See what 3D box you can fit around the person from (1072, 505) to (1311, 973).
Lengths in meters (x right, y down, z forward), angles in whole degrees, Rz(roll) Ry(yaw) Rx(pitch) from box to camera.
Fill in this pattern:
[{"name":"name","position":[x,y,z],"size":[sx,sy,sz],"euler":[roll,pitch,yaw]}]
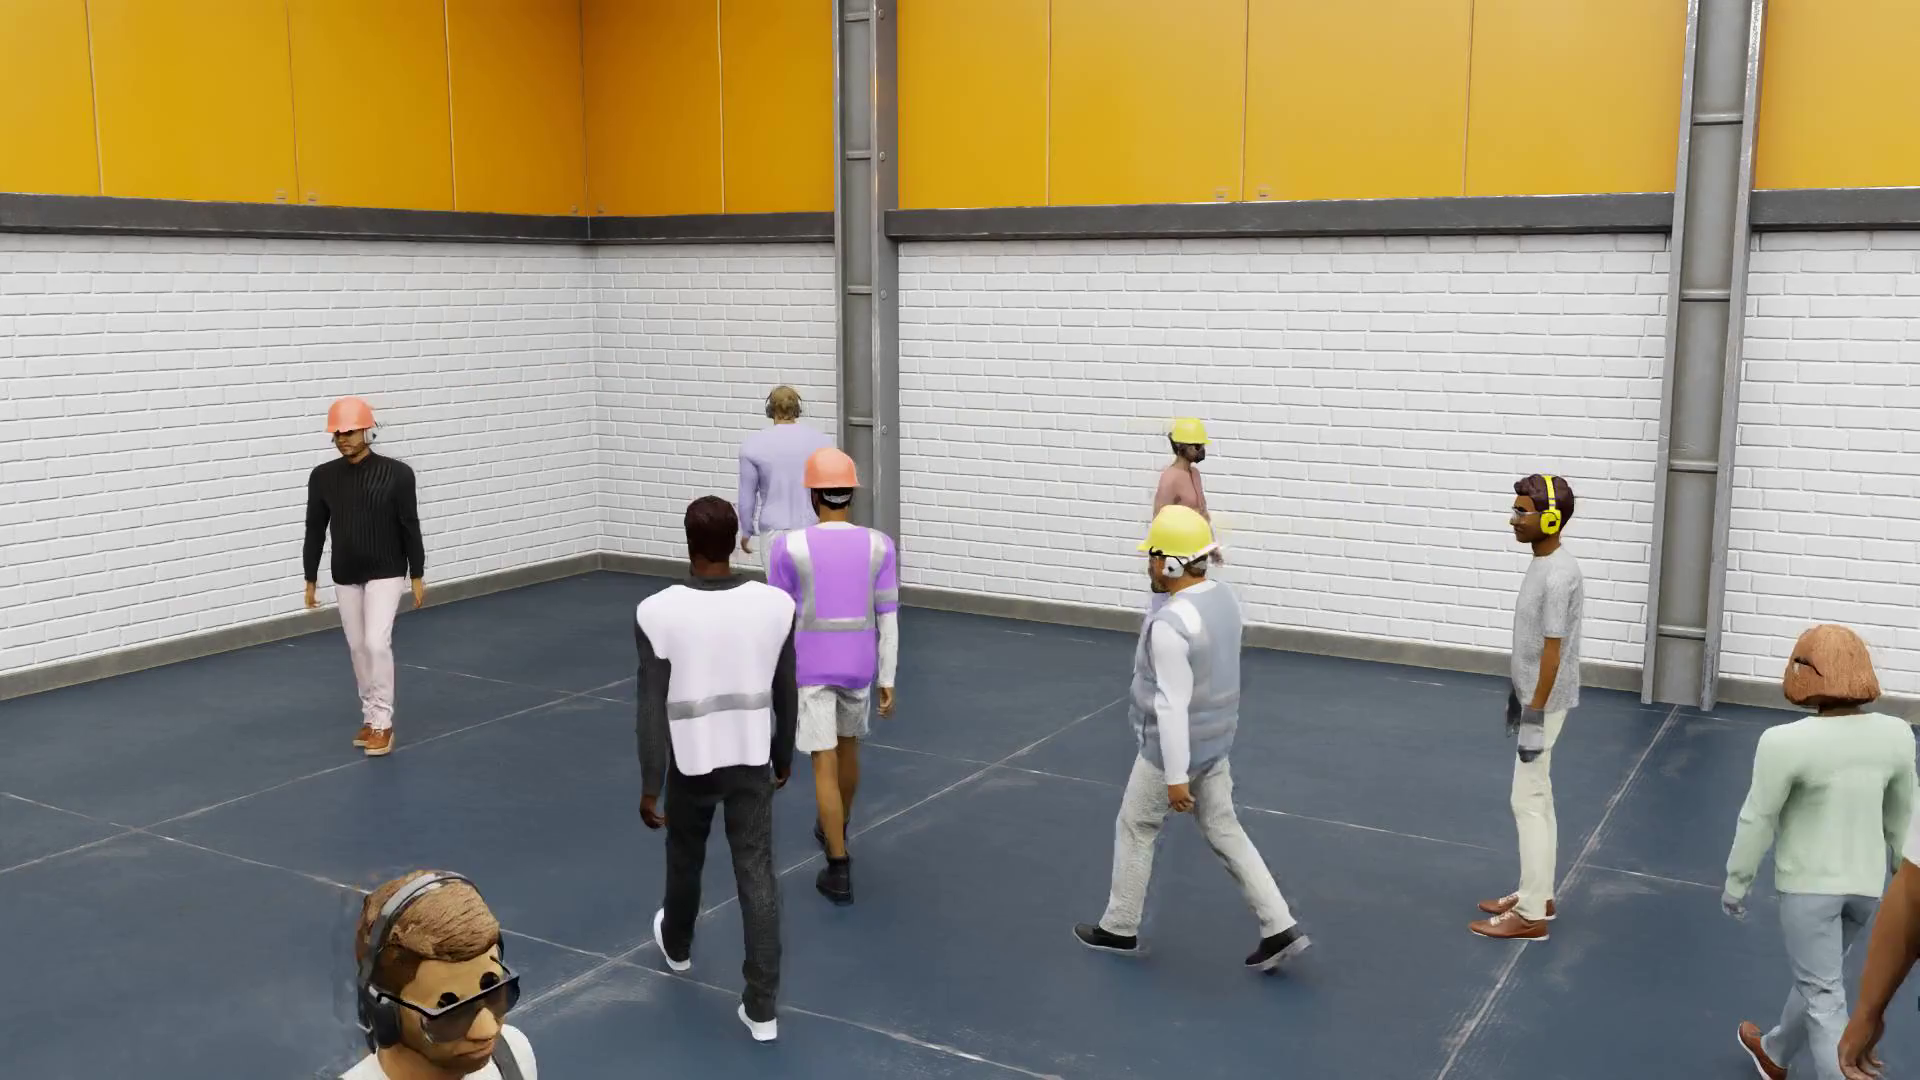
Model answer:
[{"name":"person","position":[0.899,0.754,6.288],"size":[0.893,1.795,0.588],"euler":[7,11,35]}]

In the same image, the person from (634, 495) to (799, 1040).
[{"name":"person","position":[-0.875,0.767,5.985],"size":[0.620,1.861,1.019],"euler":[-4,10,-22]}]

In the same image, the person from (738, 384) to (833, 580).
[{"name":"person","position":[-1.150,-0.064,10.984],"size":[0.627,1.918,0.642],"euler":[-4,10,-23]}]

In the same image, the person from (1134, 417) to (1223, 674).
[{"name":"person","position":[1.468,0.090,10.612],"size":[0.817,1.735,0.539],"euler":[4,10,23]}]

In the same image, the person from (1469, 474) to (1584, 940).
[{"name":"person","position":[2.274,0.661,6.646],"size":[0.367,1.869,0.518],"euler":[3,10,17]}]

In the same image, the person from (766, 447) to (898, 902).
[{"name":"person","position":[-0.591,0.544,7.270],"size":[0.559,1.898,0.911],"euler":[-4,10,-22]}]

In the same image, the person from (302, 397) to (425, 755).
[{"name":"person","position":[-3.318,0.207,9.136],"size":[0.647,1.968,0.681],"euler":[1,9,7]}]

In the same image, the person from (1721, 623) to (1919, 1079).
[{"name":"person","position":[2.595,1.040,5.105],"size":[0.535,1.595,0.825],"euler":[-2,9,-11]}]

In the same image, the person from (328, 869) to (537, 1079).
[{"name":"person","position":[-0.830,1.347,2.485],"size":[0.538,1.828,0.512],"euler":[4,10,22]}]
